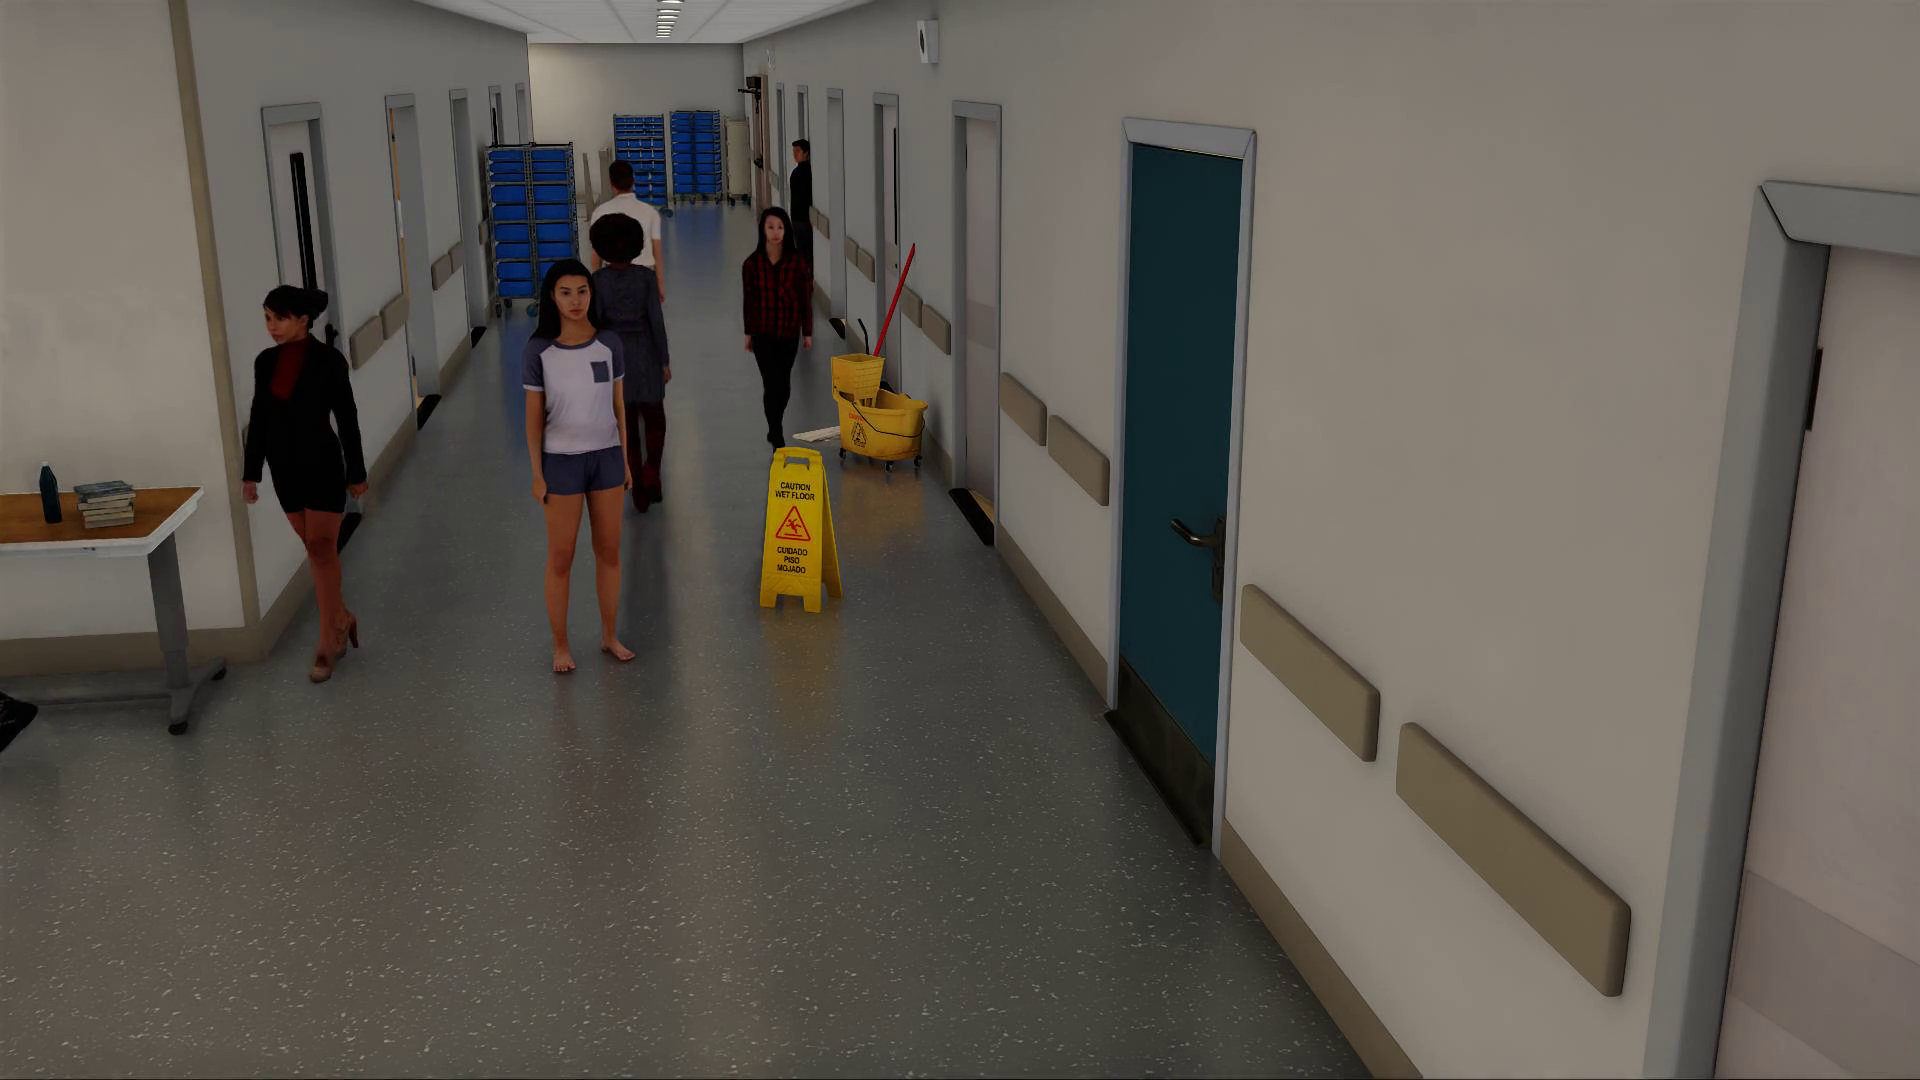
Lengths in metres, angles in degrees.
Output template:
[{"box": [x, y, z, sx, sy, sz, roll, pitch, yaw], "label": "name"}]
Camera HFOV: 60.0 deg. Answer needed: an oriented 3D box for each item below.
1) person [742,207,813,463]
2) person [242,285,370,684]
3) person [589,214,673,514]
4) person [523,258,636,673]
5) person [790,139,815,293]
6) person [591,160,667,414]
[{"box": [-1.210, -1.331, 10.850, 0.596, 1.605, 1.051, -3, 16, -9], "label": "person"}, {"box": [-2.702, -0.260, 7.014, 0.720, 1.624, 0.833, 3, 16, 10], "label": "person"}, {"box": [-1.859, -0.957, 9.356, 0.604, 1.696, 0.722, -2, 16, -6], "label": "person"}, {"box": [-1.595, -0.316, 7.013, 0.649, 1.733, 0.617, -9, 18, -30], "label": "person"}, {"box": [-1.785, -3.737, 19.170, 0.779, 1.721, 0.638, -12, 19, -35], "label": "person"}, {"box": [-2.419, -1.828, 12.232, 0.769, 1.812, 1.164, -5, 16, -16], "label": "person"}]
